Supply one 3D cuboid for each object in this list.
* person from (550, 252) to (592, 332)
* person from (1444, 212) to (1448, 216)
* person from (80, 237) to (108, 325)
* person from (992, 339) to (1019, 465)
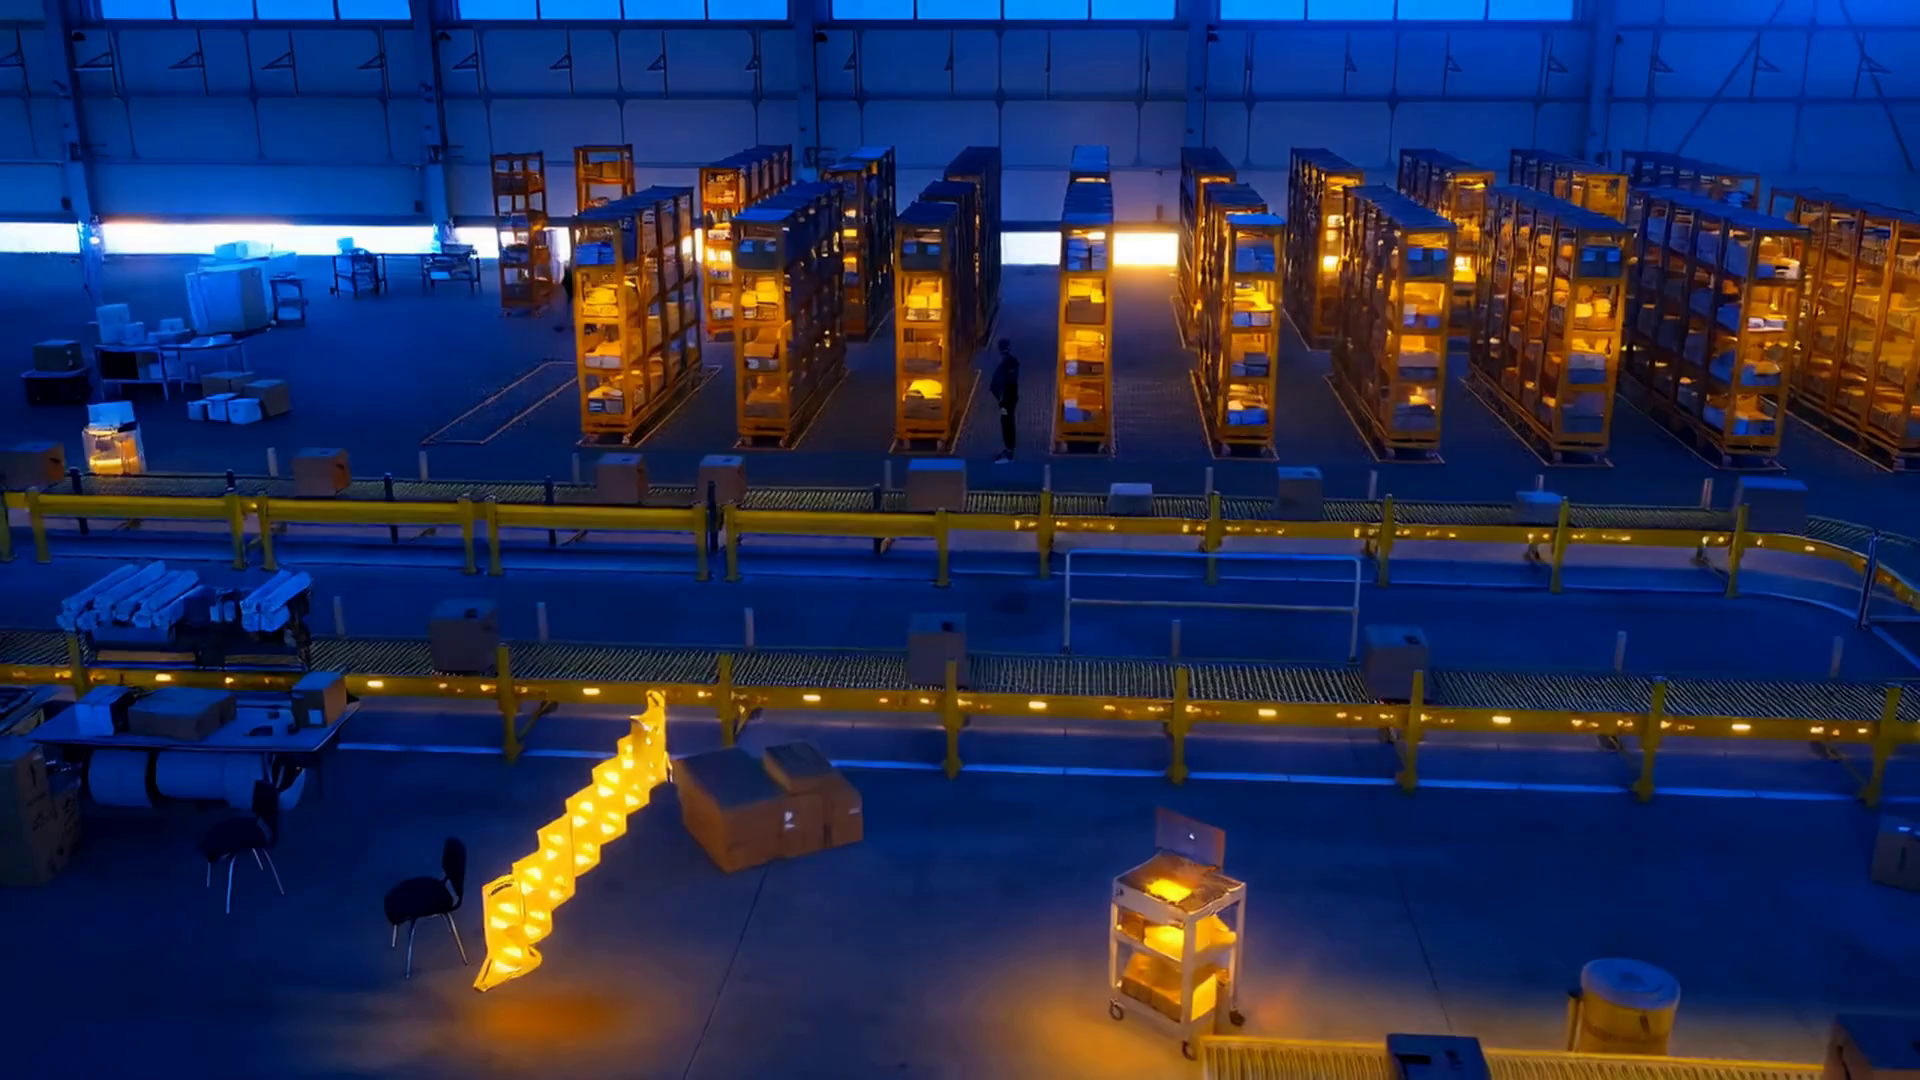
[{"bbox_3d":[-8.335,-5.291,35.557,0.907,1.696,0.584,-10,20,-29],"label":"person"},{"bbox_3d":[12.158,-7.391,42.025,0.425,1.821,0.617,-3,18,-8],"label":"person"},{"bbox_3d":[-19.011,-5.680,36.470,0.409,1.904,0.640,1,18,4],"label":"person"},{"bbox_3d":[0.682,-2.092,25.079,0.409,1.909,0.640,1,18,4],"label":"person"}]
